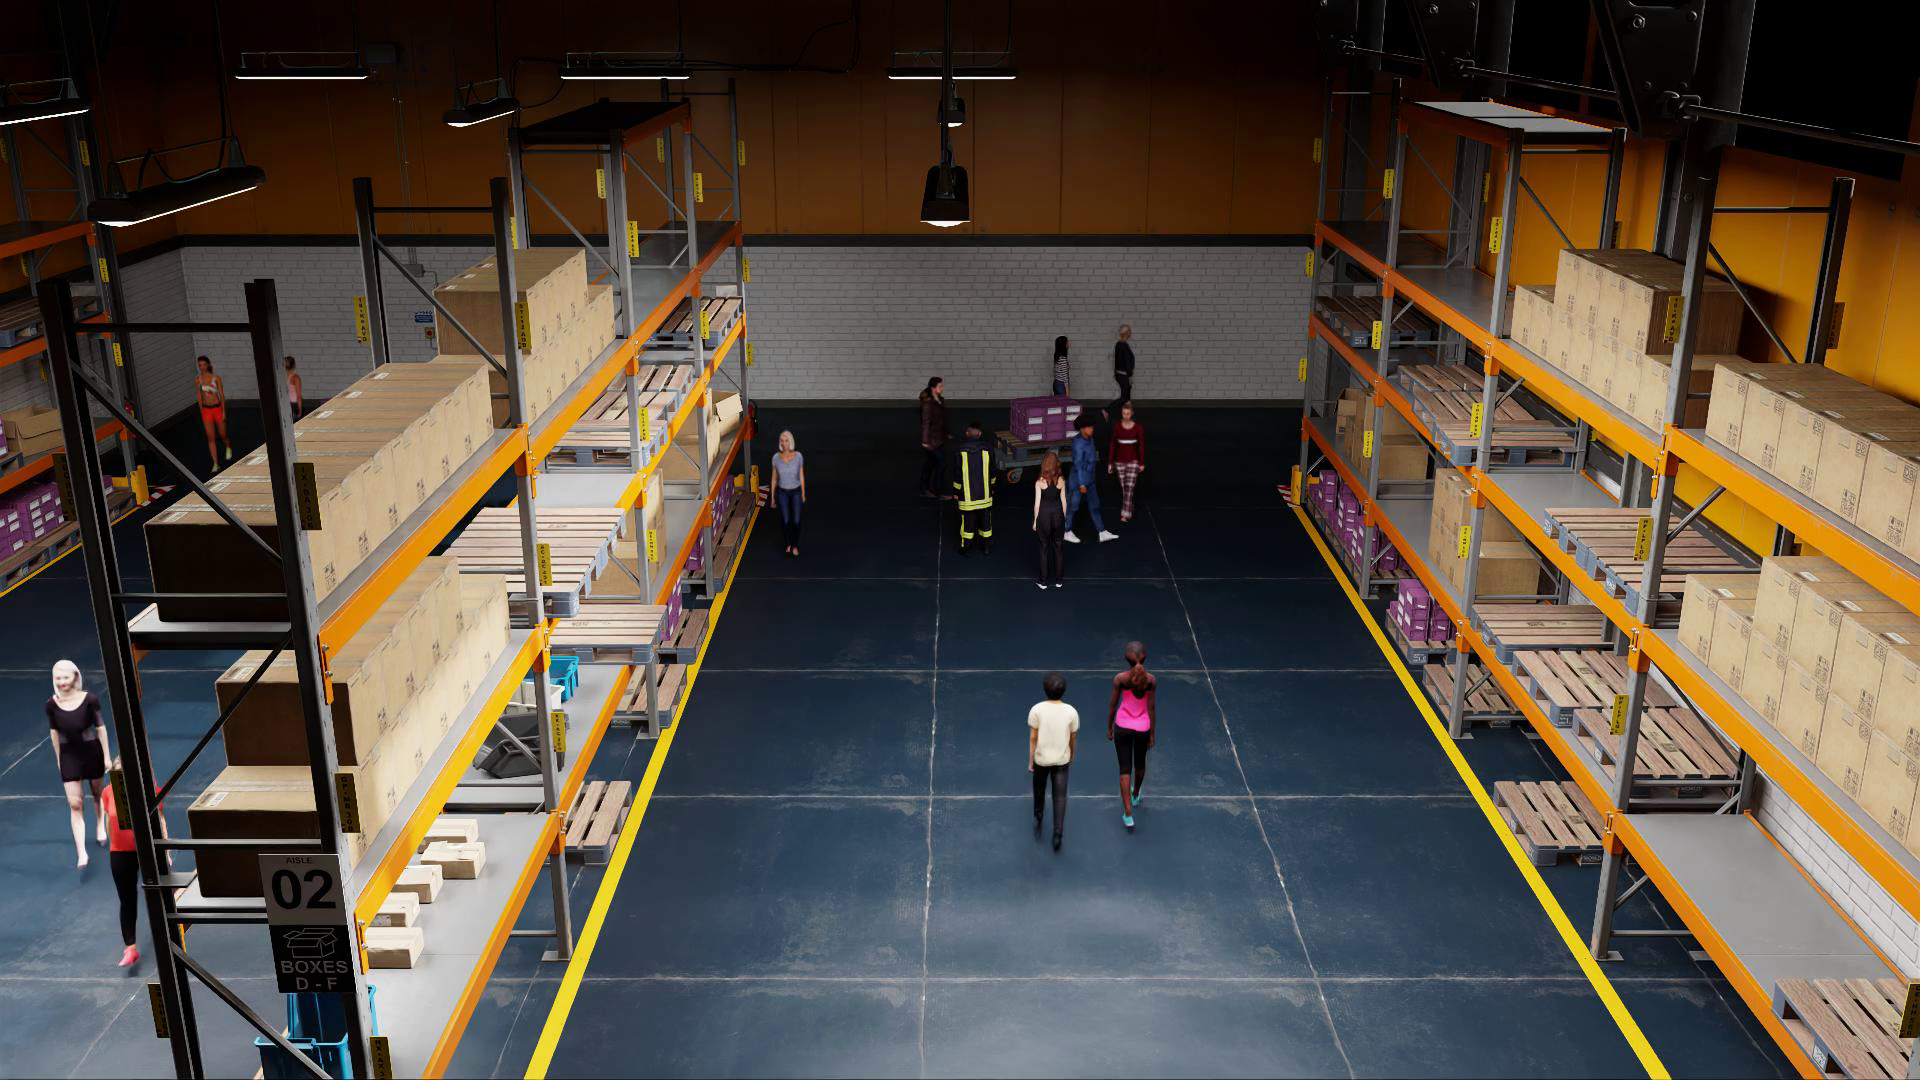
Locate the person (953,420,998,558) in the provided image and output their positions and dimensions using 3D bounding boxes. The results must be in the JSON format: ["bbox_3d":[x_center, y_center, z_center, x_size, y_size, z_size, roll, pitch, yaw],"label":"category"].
[{"bbox_3d":[0.191,-0.694,21.862,0.818,1.861,0.777,-5,19,-13],"label":"person"}]

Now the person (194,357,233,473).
[{"bbox_3d":[-11.574,-1.986,25.855,0.723,1.761,1.141,-4,19,-12],"label":"person"}]

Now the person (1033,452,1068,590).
[{"bbox_3d":[1.128,-0.254,20.732,0.614,1.748,0.581,-4,19,-10],"label":"person"}]

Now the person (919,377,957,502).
[{"bbox_3d":[-0.458,-1.487,24.277,0.958,1.821,0.929,6,19,16],"label":"person"}]

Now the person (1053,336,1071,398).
[{"bbox_3d":[1.649,-2.451,27.180,0.688,1.796,0.518,-6,20,-17],"label":"person"}]

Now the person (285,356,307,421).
[{"bbox_3d":[-10.647,-2.083,26.401,0.764,1.595,1.124,4,19,13],"label":"person"}]

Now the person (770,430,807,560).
[{"bbox_3d":[-2.244,-0.626,21.897,0.595,1.709,0.655,0,19,1],"label":"person"}]

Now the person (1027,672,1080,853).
[{"bbox_3d":[0.801,1.960,14.455,0.592,1.557,0.918,0,19,-1],"label":"person"}]

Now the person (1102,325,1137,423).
[{"bbox_3d":[2.729,-2.806,28.375,0.842,1.707,0.933,-6,19,-17],"label":"person"}]

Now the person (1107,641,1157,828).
[{"bbox_3d":[1.538,1.747,14.866,0.592,1.699,0.958,1,19,2],"label":"person"}]

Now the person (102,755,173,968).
[{"bbox_3d":[-6.361,2.404,12.967,0.730,1.666,1.001,-3,19,-9],"label":"person"}]

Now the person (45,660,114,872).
[{"bbox_3d":[-7.559,1.866,14.361,0.888,1.796,1.165,-8,20,-23],"label":"person"}]

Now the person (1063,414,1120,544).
[{"bbox_3d":[1.571,-0.817,22.351,1.064,1.781,1.075,11,22,30],"label":"person"}]

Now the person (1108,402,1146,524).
[{"bbox_3d":[2.373,-1.113,23.405,0.834,1.669,1.064,6,20,18],"label":"person"}]
